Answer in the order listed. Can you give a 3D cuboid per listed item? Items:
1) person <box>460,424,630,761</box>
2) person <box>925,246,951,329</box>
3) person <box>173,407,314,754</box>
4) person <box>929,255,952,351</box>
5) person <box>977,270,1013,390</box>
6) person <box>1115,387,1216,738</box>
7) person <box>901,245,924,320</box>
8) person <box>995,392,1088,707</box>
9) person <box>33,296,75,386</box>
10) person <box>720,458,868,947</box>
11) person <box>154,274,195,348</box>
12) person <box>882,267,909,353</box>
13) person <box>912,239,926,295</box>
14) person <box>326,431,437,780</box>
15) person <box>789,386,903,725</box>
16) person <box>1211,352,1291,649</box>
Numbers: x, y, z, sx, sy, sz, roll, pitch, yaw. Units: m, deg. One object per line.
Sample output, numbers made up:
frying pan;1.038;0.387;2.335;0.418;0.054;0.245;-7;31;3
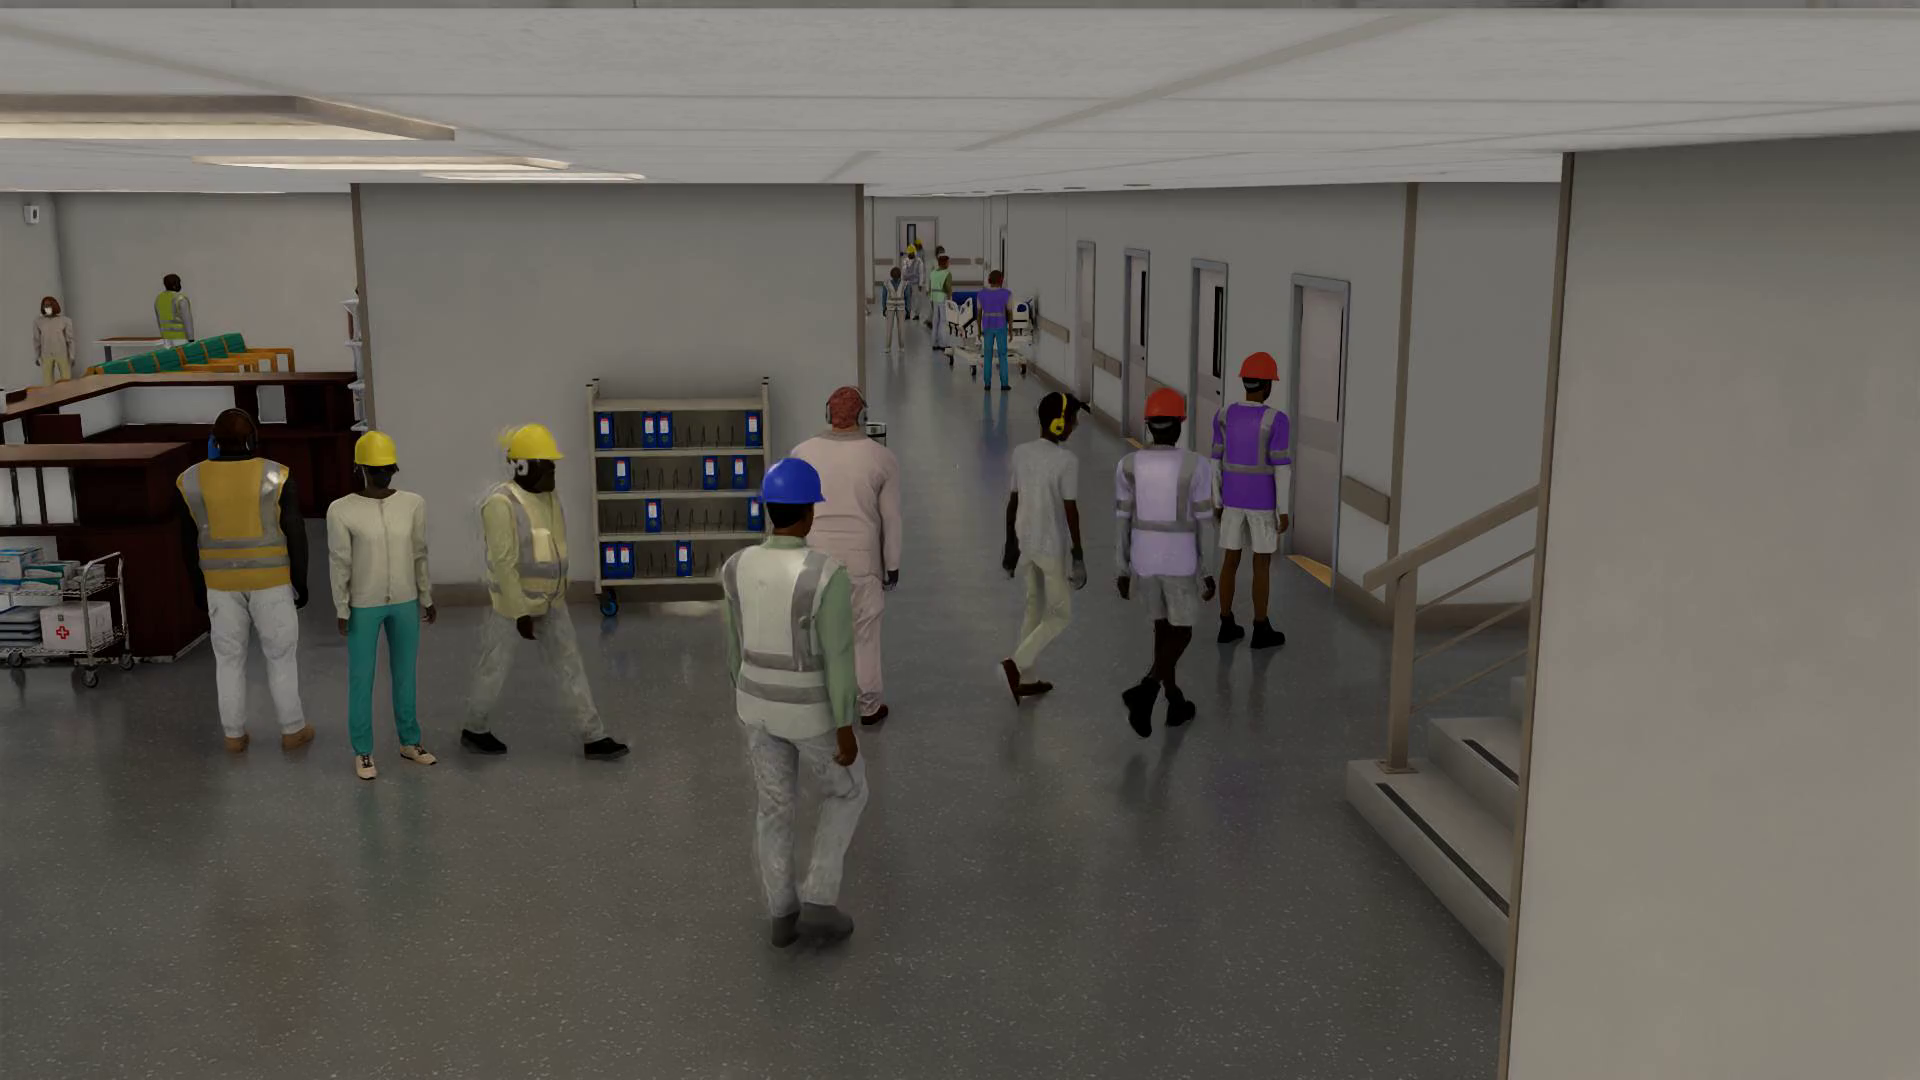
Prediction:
person;-2.239;0.287;8.622;0.971;1.784;0.598;5;13;24
person;-0.494;-5.680;37.486;0.644;1.902;1.006;-10;15;-41
person;-3.753;0.219;8.784;0.626;1.844;0.429;-2;12;-11
person;-0.372;-4.608;32.368;0.571;1.840;0.372;11;16;44
person;0.533;-3.216;25.556;0.565;1.846;0.389;2;12;11
person;1.080;0.135;9.035;0.582;1.899;0.758;6;13;28
person;-1.178;-6.294;40.661;0.591;1.824;0.403;6;13;27
person;0.418;0.075;9.502;0.626;1.842;0.590;-11;16;-42
person;-12.185;-2.462;22.392;0.498;1.634;0.278;-3;12;-16
person;-0.634;0.643;6.463;0.644;1.934;0.471;7;14;31
person;-11.420;-2.959;24.305;0.627;1.847;0.429;5;13;22
person;-1.233;-4.410;31.903;0.523;1.636;0.310;-1;12;-4
person;-1.304;-8.396;51.203;0.497;1.761;0.434;-1;12;-7
person;-2.927;0.321;8.466;0.524;1.770;0.315;-10;15;-41
person;-0.631;0.091;9.275;0.645;1.900;0.399;2;12;7
person;1.920;-0.262;10.899;0.551;1.932;0.378;9;15;38
